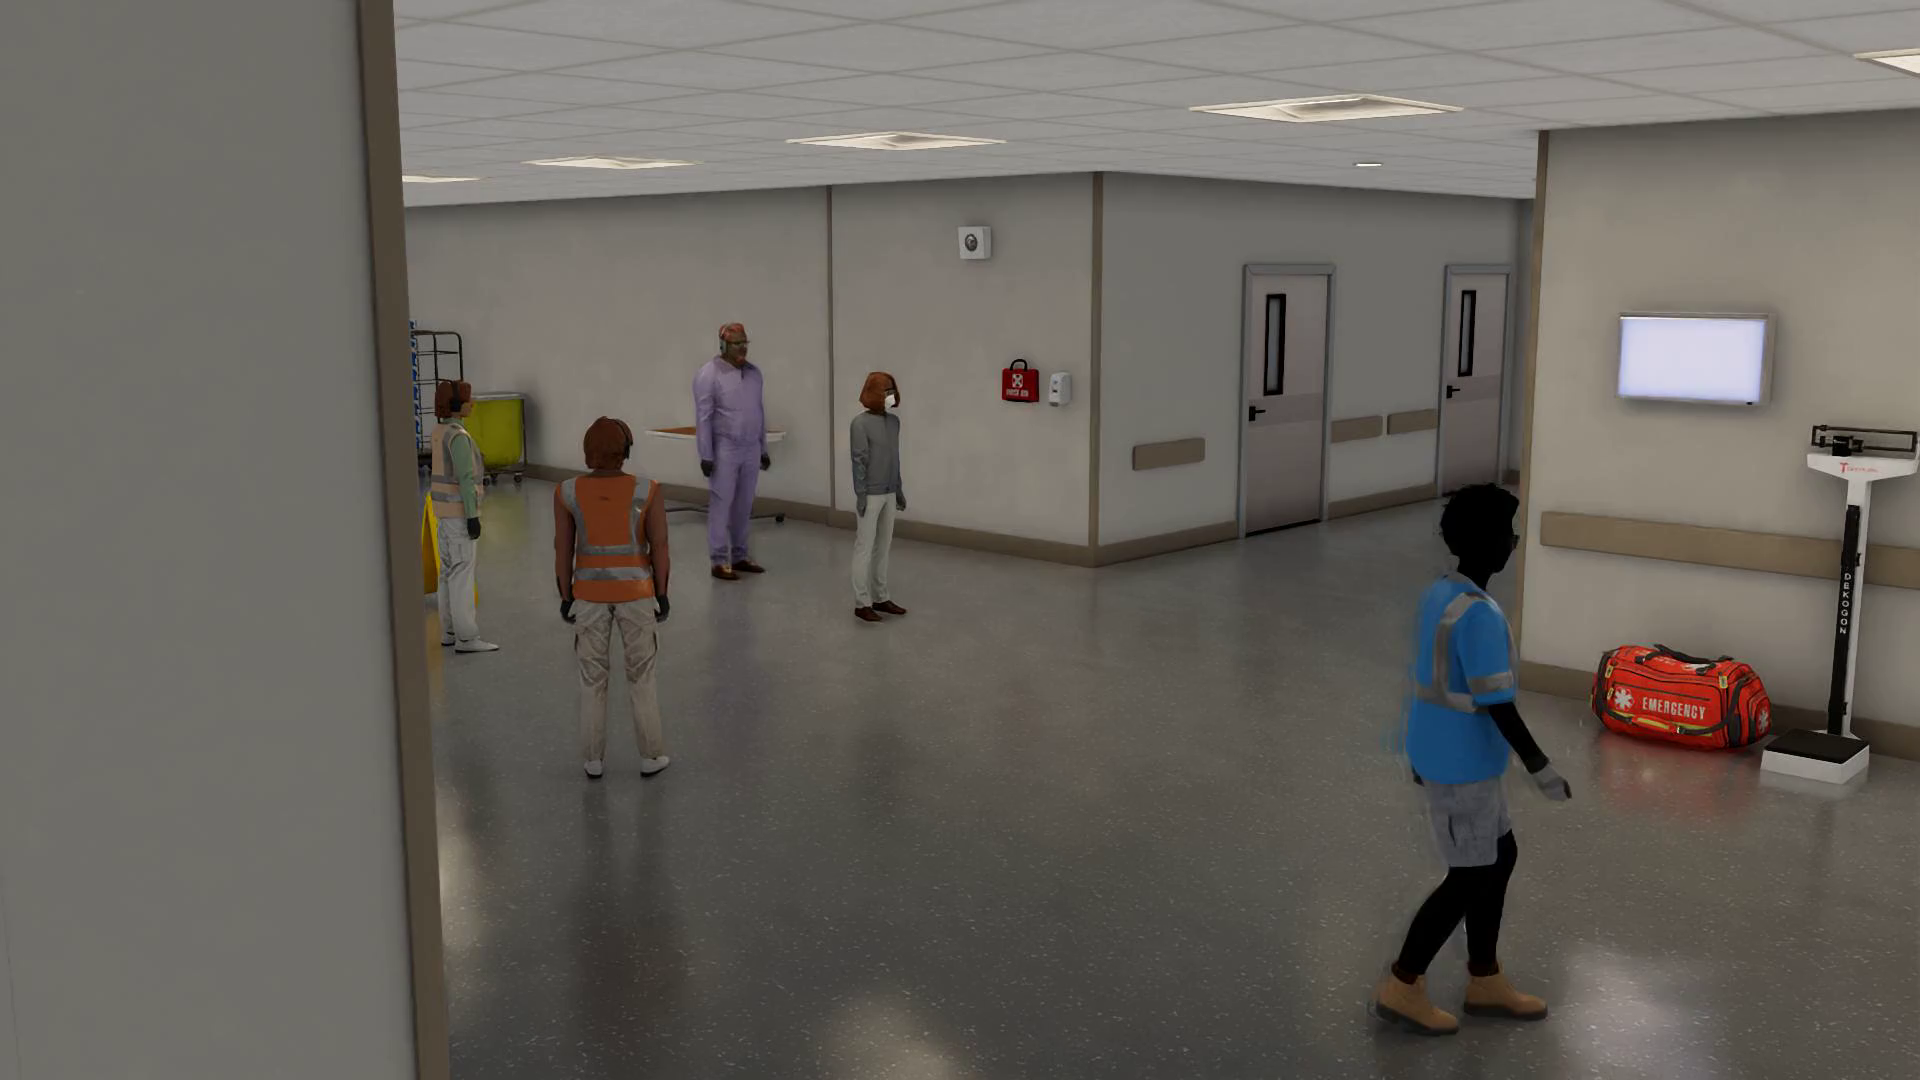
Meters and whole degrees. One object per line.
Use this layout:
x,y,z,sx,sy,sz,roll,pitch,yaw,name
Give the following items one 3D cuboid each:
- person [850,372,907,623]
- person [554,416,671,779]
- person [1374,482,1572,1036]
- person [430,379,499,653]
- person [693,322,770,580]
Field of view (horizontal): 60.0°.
-0.531,-0.289,10.924,0.279,1.634,0.499,6,11,32,person
-1.560,0.266,7.502,0.513,1.642,0.313,0,9,-2,person
1.521,0.661,4.981,0.537,1.664,0.556,1,9,8,person
-3.017,-0.142,10.007,0.308,1.641,0.514,-6,11,-34,person
-1.675,-0.668,12.427,0.403,1.905,0.651,7,12,38,person
